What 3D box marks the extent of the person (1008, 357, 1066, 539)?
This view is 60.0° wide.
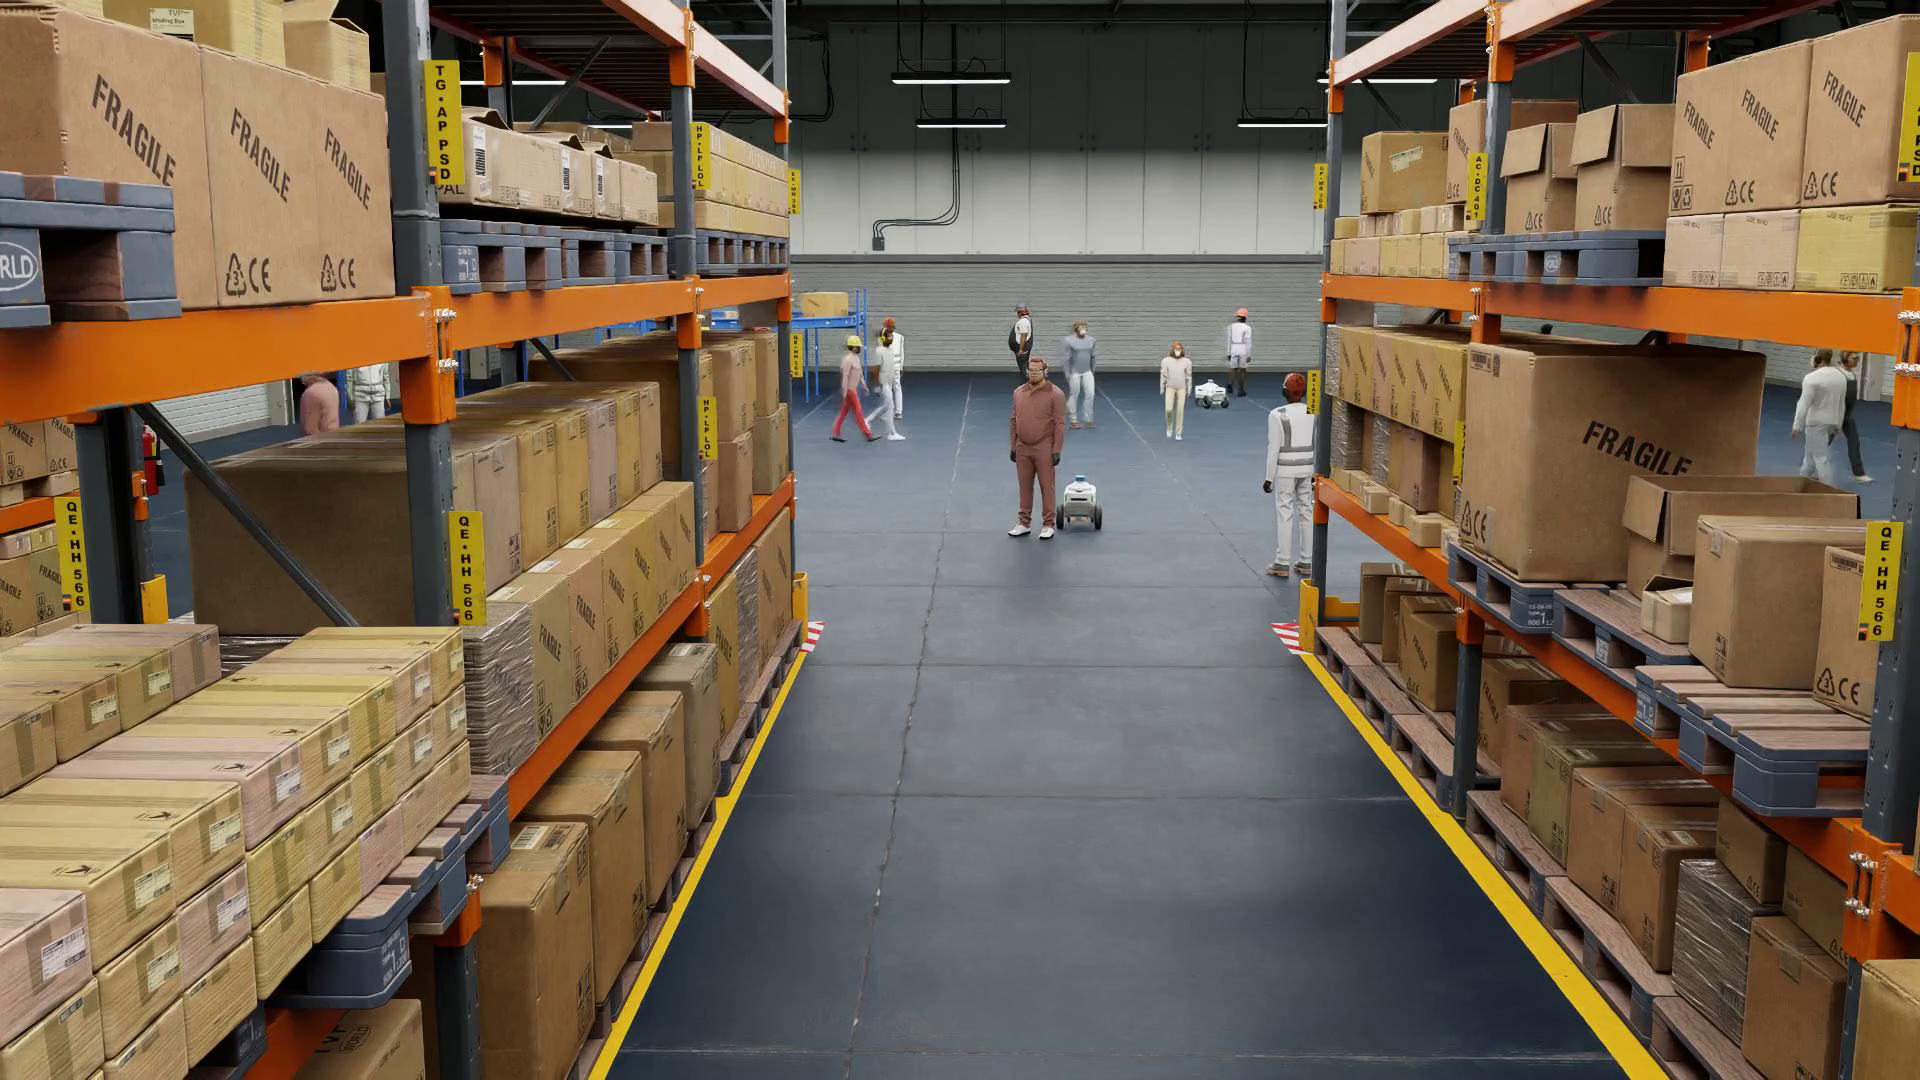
[{"bbox_3d":[0.794,-0.978,17.592,0.642,1.913,0.408,6,11,32],"label":"person"}]

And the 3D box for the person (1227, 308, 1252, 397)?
[{"bbox_3d":[6.067,-4.079,36.138,0.560,1.918,0.499,7,12,37],"label":"person"}]

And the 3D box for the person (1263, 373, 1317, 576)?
[{"bbox_3d":[3.095,-0.611,15.477,0.572,1.883,0.356,-4,10,-21],"label":"person"}]

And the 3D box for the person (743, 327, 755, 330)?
[{"bbox_3d":[-3.815,-3.066,30.281,0.567,1.850,0.389,0,9,0],"label":"person"}]

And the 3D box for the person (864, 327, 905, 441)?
[{"bbox_3d":[-1.276,-2.578,27.376,0.771,1.851,0.518,4,10,24],"label":"person"}]

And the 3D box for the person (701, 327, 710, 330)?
[{"bbox_3d":[-4.169,-2.579,27.153,0.585,1.920,0.373,5,11,29],"label":"person"}]

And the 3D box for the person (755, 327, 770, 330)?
[{"bbox_3d":[-2.987,-2.333,25.319,0.611,2.040,0.392,-6,11,-34],"label":"person"}]

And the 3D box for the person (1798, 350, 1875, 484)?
[{"bbox_3d":[11.660,-1.669,22.087,0.532,1.802,0.971,-6,11,-32],"label":"person"}]

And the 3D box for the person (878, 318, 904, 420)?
[{"bbox_3d":[-1.288,-3.184,30.885,0.576,1.883,0.352,-8,13,-41],"label":"person"}]

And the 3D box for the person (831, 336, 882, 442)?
[{"bbox_3d":[-1.702,-2.433,26.872,0.903,1.717,0.537,2,10,12],"label":"person"}]

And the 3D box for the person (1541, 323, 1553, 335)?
[{"bbox_3d":[11.787,-3.527,33.536,0.546,1.680,0.372,5,11,28],"label":"person"}]

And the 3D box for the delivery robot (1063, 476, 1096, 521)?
[{"bbox_3d":[1.331,-0.469,18.442,0.477,0.478,0.707,1,10,6],"label":"delivery robot"}]

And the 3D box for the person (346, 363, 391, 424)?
[{"bbox_3d":[-8.442,-2.027,23.761,0.609,1.946,0.405,-6,11,-31],"label":"person"}]

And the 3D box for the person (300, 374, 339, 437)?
[{"bbox_3d":[-6.914,-1.065,18.217,0.720,1.879,0.648,0,9,2],"label":"person"}]

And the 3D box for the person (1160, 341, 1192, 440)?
[{"bbox_3d":[3.536,-2.443,27.231,0.530,1.618,0.366,0,9,3],"label":"person"}]

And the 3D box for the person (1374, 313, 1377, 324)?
[{"bbox_3d":[10.633,-5.308,43.538,0.642,1.909,0.399,7,12,37],"label":"person"}]

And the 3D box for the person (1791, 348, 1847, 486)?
[{"bbox_3d":[10.220,-1.386,20.036,0.655,1.906,0.900,-5,11,-28],"label":"person"}]

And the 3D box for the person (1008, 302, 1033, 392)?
[{"bbox_3d":[1.344,-4.263,37.008,0.535,2.000,0.688,2,10,10],"label":"person"}]

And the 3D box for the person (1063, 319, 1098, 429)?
[{"bbox_3d":[2.136,-2.871,28.928,0.651,1.908,0.815,-4,10,-21],"label":"person"}]

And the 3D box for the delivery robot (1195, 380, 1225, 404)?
[{"bbox_3d":[5.042,-2.985,33.497,0.477,0.478,0.707,-4,10,-22],"label":"delivery robot"}]
